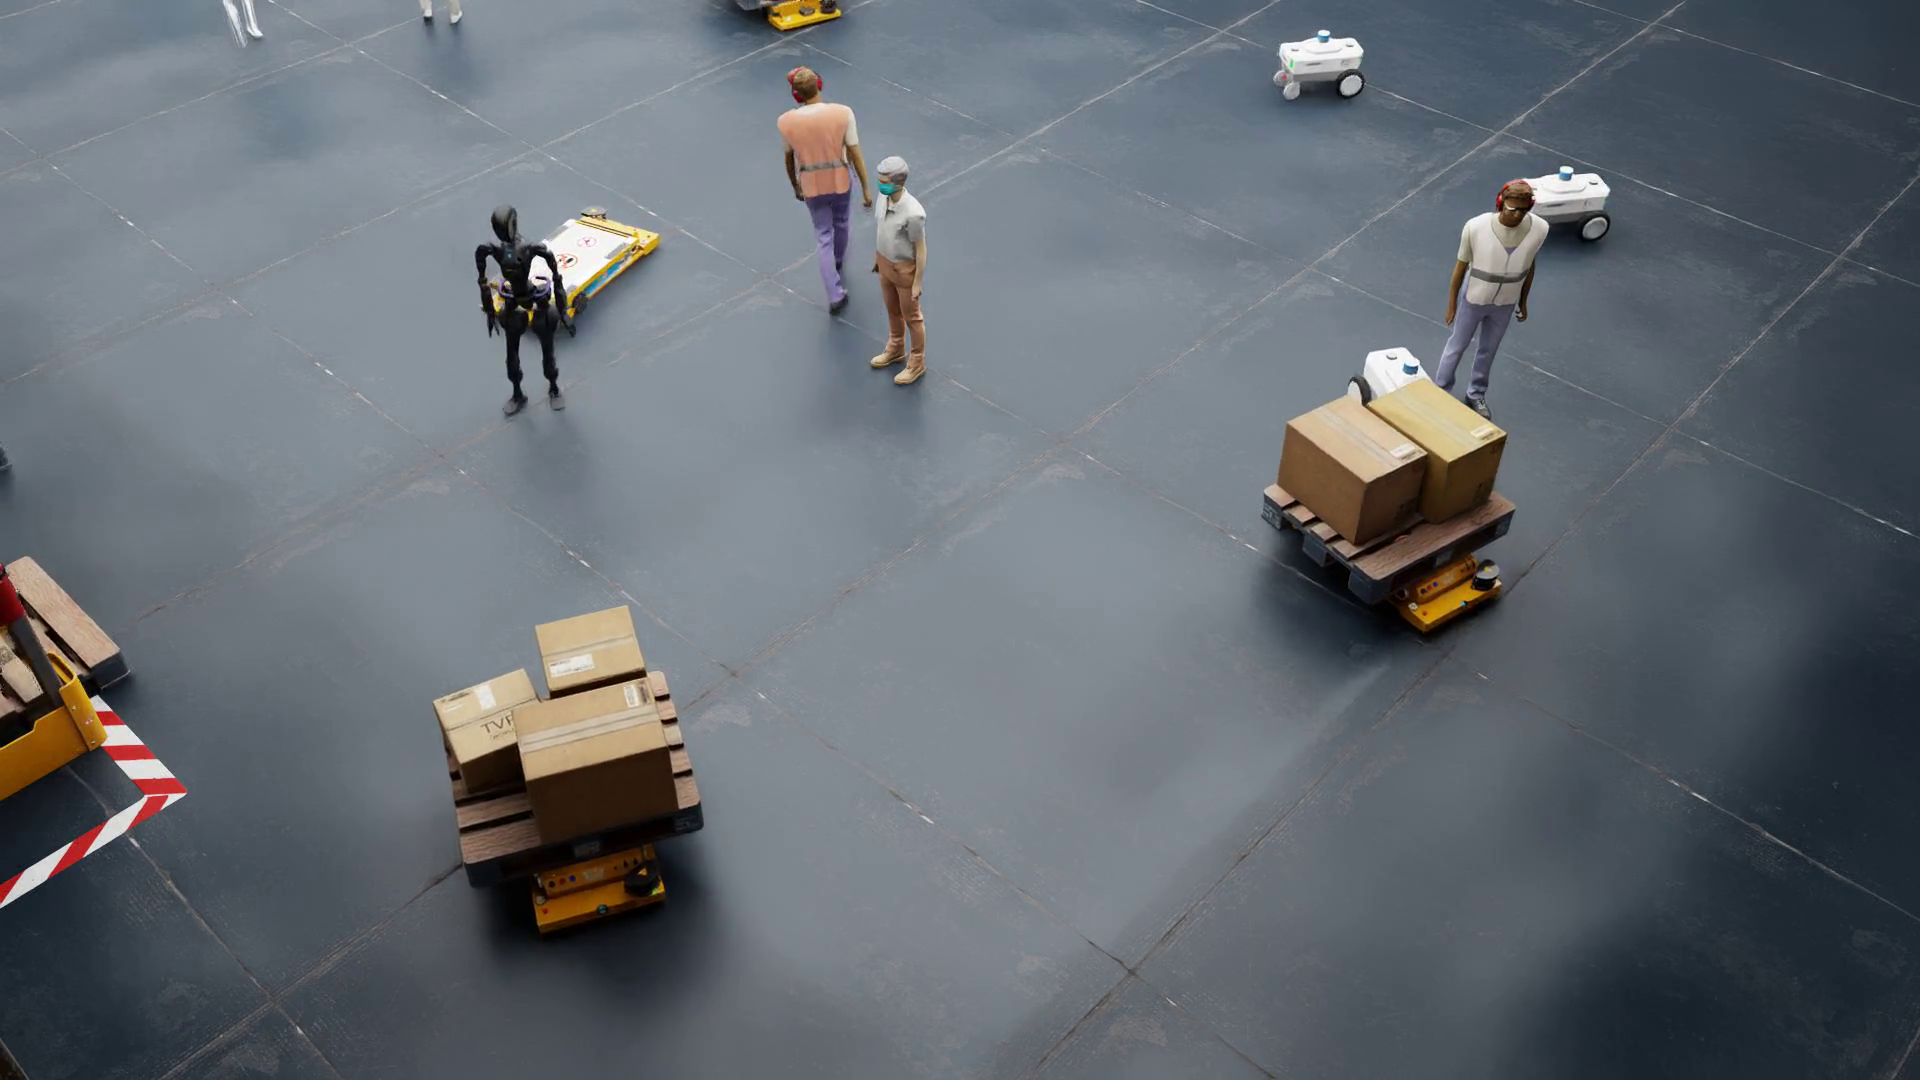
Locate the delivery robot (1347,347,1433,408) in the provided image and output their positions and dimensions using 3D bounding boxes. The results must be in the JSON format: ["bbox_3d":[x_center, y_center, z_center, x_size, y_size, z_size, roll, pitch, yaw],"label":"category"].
[{"bbox_3d":[3.039,-0.995,11.420,0.499,0.597,0.779,-10,43,-11],"label":"delivery robot"}]

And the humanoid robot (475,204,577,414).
[{"bbox_3d":[-2.907,-1.559,11.214,0.612,1.647,0.328,-1,42,-1],"label":"humanoid robot"}]

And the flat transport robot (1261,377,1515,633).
[{"bbox_3d":[2.671,-0.011,10.539,0.659,0.231,1.431,-24,47,-24],"label":"flat transport robot"}]

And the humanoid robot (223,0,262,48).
[{"bbox_3d":[-6.870,-5.479,15.571,0.538,1.860,0.732,-27,49,-27],"label":"humanoid robot"}]

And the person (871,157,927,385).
[{"bbox_3d":[-0.424,-1.875,11.506,0.304,1.743,0.491,-28,49,-28],"label":"person"}]

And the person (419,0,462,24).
[{"bbox_3d":[-5.073,-5.770,15.933,0.527,1.612,0.378,-9,43,-10],"label":"person"}]

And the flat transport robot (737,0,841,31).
[{"bbox_3d":[-1.807,-5.507,16.647,0.659,0.231,1.431,-21,46,-22],"label":"flat transport robot"}]

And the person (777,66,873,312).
[{"bbox_3d":[-0.991,-2.652,12.340,0.651,1.780,0.915,-5,42,-5],"label":"person"}]

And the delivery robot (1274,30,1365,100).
[{"bbox_3d":[3.293,-4.329,15.139,0.815,0.614,0.499,-7,42,-7],"label":"delivery robot"}]

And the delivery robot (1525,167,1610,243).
[{"bbox_3d":[4.820,-2.705,13.333,0.786,0.614,0.525,-7,42,-8],"label":"delivery robot"}]

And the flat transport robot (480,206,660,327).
[{"bbox_3d":[-3.005,-2.104,12.865,0.659,0.231,1.431,19,45,20],"label":"flat transport robot"}]

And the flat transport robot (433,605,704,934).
[{"bbox_3d":[-2.054,1.420,8.948,0.659,0.231,1.431,-13,44,-14],"label":"flat transport robot"}]

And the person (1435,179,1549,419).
[{"bbox_3d":[3.535,-1.610,11.137,0.564,1.844,0.382,-3,42,-4],"label":"person"}]
